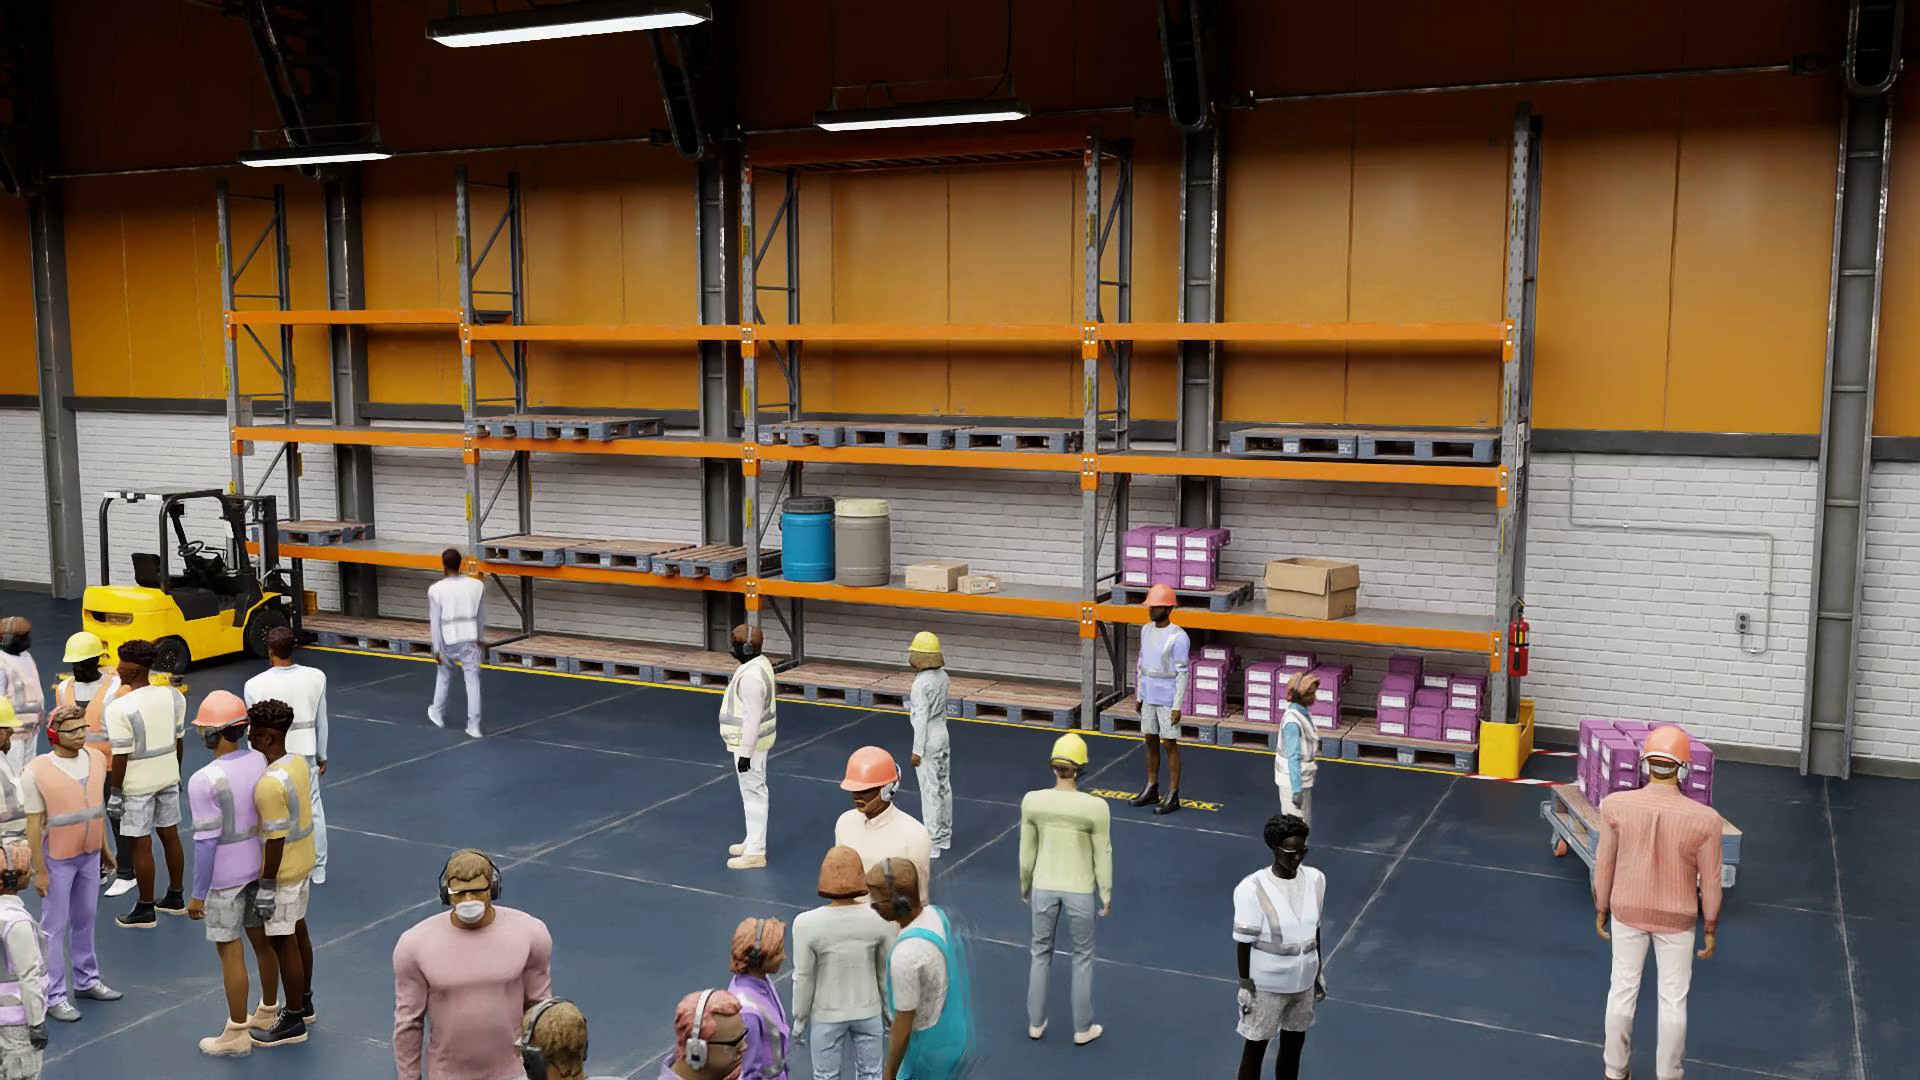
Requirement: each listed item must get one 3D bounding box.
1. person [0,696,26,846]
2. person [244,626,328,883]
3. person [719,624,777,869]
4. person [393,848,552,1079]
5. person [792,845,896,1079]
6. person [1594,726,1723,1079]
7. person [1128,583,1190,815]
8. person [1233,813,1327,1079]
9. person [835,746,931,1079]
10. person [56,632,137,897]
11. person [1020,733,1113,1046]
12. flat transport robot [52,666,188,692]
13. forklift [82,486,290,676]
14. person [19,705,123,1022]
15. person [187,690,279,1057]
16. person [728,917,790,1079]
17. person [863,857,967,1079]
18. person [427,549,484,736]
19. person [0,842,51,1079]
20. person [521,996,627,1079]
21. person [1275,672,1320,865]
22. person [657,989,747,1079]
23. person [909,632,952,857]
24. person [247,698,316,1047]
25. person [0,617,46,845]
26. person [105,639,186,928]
[{"bbox_3d":[-5.922,1.849,10.200,0.403,1.819,0.602,-4,8,-27],"label":"person"},{"bbox_3d":[-4.848,1.578,12.019,0.398,1.920,0.590,7,10,44],"label":"person"},{"bbox_3d":[-1.604,1.546,12.592,0.429,1.846,0.625,0,7,-3],"label":"person"},{"bbox_3d":[-1.974,2.200,6.797,0.635,1.939,0.361,-3,7,-20],"label":"person"},{"bbox_3d":[-0.539,2.233,7.778,0.505,1.631,0.278,-2,7,-17],"label":"person"},{"bbox_3d":[3.636,1.953,8.677,0.623,1.982,0.413,4,8,32],"label":"person"},{"bbox_3d":[1.678,1.327,14.002,0.353,1.942,0.545,-5,9,-37],"label":"person"},{"bbox_3d":[1.570,2.157,8.138,0.540,1.697,0.316,-4,8,-27],"label":"person"},{"bbox_3d":[-0.409,1.999,8.291,0.604,1.987,0.399,5,9,38],"label":"person"},{"bbox_3d":[-6.176,1.597,11.885,0.581,1.919,0.393,1,7,7],"label":"person"},{"bbox_3d":[0.603,1.971,9.444,0.541,1.759,0.348,2,7,19],"label":"person"},{"bbox_3d":[-9.412,1.596,18.617,1.431,0.197,0.652,4,8,27],"label":"flat transport robot"},{"bbox_3d":[-9.426,0.454,20.179,1.214,2.155,2.313,3,8,26],"label":"forklift"},{"bbox_3d":[-5.266,1.878,9.833,0.390,1.848,0.563,2,7,17],"label":"person"},{"bbox_3d":[-4.065,1.848,9.276,0.377,2.045,0.605,2,7,17],"label":"person"},{"bbox_3d":[-0.851,2.346,6.855,0.315,1.632,0.523,0,7,-3],"label":"person"},{"bbox_3d":[-0.187,2.221,7.163,0.560,1.804,0.599,2,7,13],"label":"person"},{"bbox_3d":[-5.118,1.017,16.886,0.606,1.863,1.015,-5,8,-35],"label":"person"},{"bbox_3d":[-4.432,2.228,7.794,0.522,1.640,0.306,5,9,38],"label":"person"},{"bbox_3d":[-1.240,2.392,5.268,0.371,1.930,0.637,4,8,29],"label":"person"},{"bbox_3d":[2.409,1.740,11.865,0.334,1.626,0.528,2,7,19],"label":"person"},{"bbox_3d":[-0.822,2.388,5.417,0.400,1.905,0.646,2,7,15],"label":"person"},{"bbox_3d":[-0.252,1.568,12.815,0.311,1.744,0.486,3,8,25],"label":"person"},{"bbox_3d":[-3.864,1.866,9.443,0.367,1.966,0.607,-1,7,-9],"label":"person"},{"bbox_3d":[-7.390,1.505,13.004,0.430,1.831,0.640,-1,7,-6],"label":"person"},{"bbox_3d":[-5.532,1.641,11.303,0.367,1.966,0.607,2,7,19],"label":"person"}]
